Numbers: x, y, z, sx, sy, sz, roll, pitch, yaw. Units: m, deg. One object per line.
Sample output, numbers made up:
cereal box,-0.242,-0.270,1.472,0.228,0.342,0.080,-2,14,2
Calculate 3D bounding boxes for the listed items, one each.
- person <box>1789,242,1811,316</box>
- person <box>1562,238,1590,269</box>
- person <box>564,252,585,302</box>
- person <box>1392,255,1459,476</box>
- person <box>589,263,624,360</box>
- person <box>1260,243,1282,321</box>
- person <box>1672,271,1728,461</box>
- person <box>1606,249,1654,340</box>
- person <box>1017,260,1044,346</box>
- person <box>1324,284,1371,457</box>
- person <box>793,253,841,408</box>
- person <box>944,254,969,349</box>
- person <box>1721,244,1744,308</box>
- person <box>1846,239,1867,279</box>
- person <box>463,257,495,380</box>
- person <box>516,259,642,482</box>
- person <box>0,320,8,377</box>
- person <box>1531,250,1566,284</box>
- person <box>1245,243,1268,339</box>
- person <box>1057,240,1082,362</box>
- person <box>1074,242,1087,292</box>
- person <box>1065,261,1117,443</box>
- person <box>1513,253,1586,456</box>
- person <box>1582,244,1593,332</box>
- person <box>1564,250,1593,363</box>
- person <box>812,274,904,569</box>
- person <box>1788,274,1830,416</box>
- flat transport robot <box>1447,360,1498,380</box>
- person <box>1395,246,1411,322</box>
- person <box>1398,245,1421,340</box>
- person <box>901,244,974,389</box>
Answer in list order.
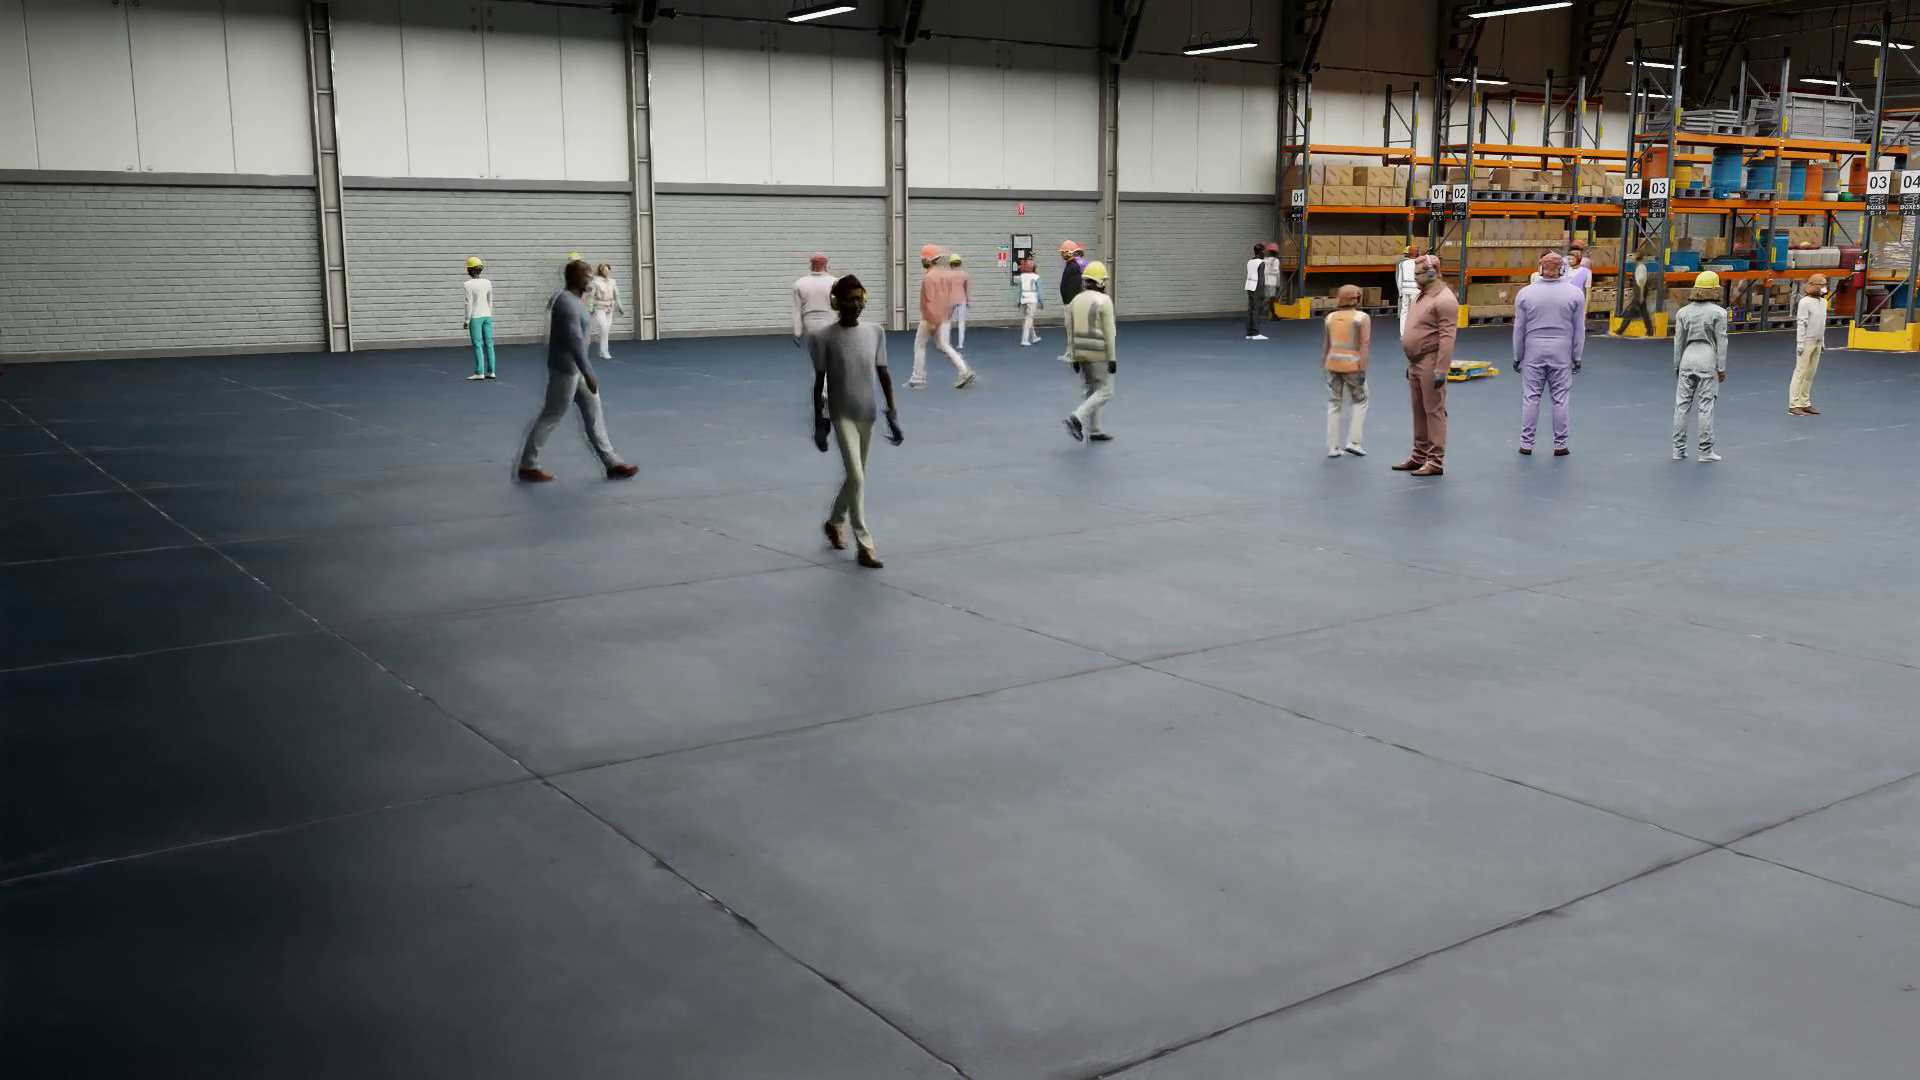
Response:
person,21.329,-6.585,42.170,0.380,1.924,0.593,-6,12,-30
person,12.718,-5.241,34.527,0.612,2.025,0.775,5,12,27
person,-7.347,-4.606,31.784,0.524,1.761,0.337,8,13,36
person,4.027,-1.505,14.401,0.402,1.901,0.638,-2,10,-8
person,-5.929,-3.838,27.952,0.631,1.615,0.527,8,13,37
person,7.506,-6.251,40.403,0.841,1.912,0.550,-6,12,-28
person,6.828,-1.598,15.333,0.295,1.744,0.484,-9,14,-40
person,13.472,-4.890,33.233,0.951,1.792,0.528,4,11,22
person,1.395,-4.506,31.657,0.527,1.599,0.819,9,14,42
person,3.605,-1.577,15.565,0.517,1.609,0.416,10,14,44
person,-1.701,-2.559,20.249,0.647,1.869,0.965,2,10,9
person,-0.093,-4.382,30.616,0.537,1.738,0.749,-3,11,-15
person,18.223,-6.034,39.258,0.976,1.882,0.569,-7,12,-34
person,25.641,-7.574,47.445,0.702,1.995,0.449,-3,11,-18
person,-6.946,-3.185,24.009,0.359,1.777,0.528,5,12,27
person,-3.276,-1.412,13.974,1.038,1.880,0.653,-1,10,-3
person,-14.226,-3.154,24.250,0.755,1.589,0.523,2,10,9
person,8.415,-3.225,23.910,0.528,1.869,0.313,6,12,30
person,5.970,-5.014,33.578,0.399,1.920,0.590,-3,11,-17
person,1.810,-3.936,27.463,0.396,1.992,0.623,-2,10,-8
person,2.637,-5.591,36.718,0.427,1.925,0.567,-8,13,-38
person,1.291,-1.834,16.414,0.590,1.819,0.605,-6,12,-31
person,5.543,-1.740,15.683,0.639,1.903,0.409,4,11,20
person,13.521,-5.470,36.118,0.402,1.908,0.650,-3,11,-14
person,10.073,-3.822,27.268,0.390,1.838,0.563,-6,12,-31
person,-0.692,-0.784,10.650,0.535,1.833,0.940,-6,12,-31
person,9.850,-2.257,19.250,0.507,1.631,0.266,-7,12,-33
flat transport robot,7.237,-2.479,24.203,0.652,0.197,1.431,9,14,40
person,10.839,-6.197,40.301,0.404,1.830,0.602,-8,13,-36
person,9.006,-4.917,33.148,0.355,1.883,0.575,-10,14,-43
person,-0.302,-3.009,22.492,0.962,1.967,0.620,4,11,22
